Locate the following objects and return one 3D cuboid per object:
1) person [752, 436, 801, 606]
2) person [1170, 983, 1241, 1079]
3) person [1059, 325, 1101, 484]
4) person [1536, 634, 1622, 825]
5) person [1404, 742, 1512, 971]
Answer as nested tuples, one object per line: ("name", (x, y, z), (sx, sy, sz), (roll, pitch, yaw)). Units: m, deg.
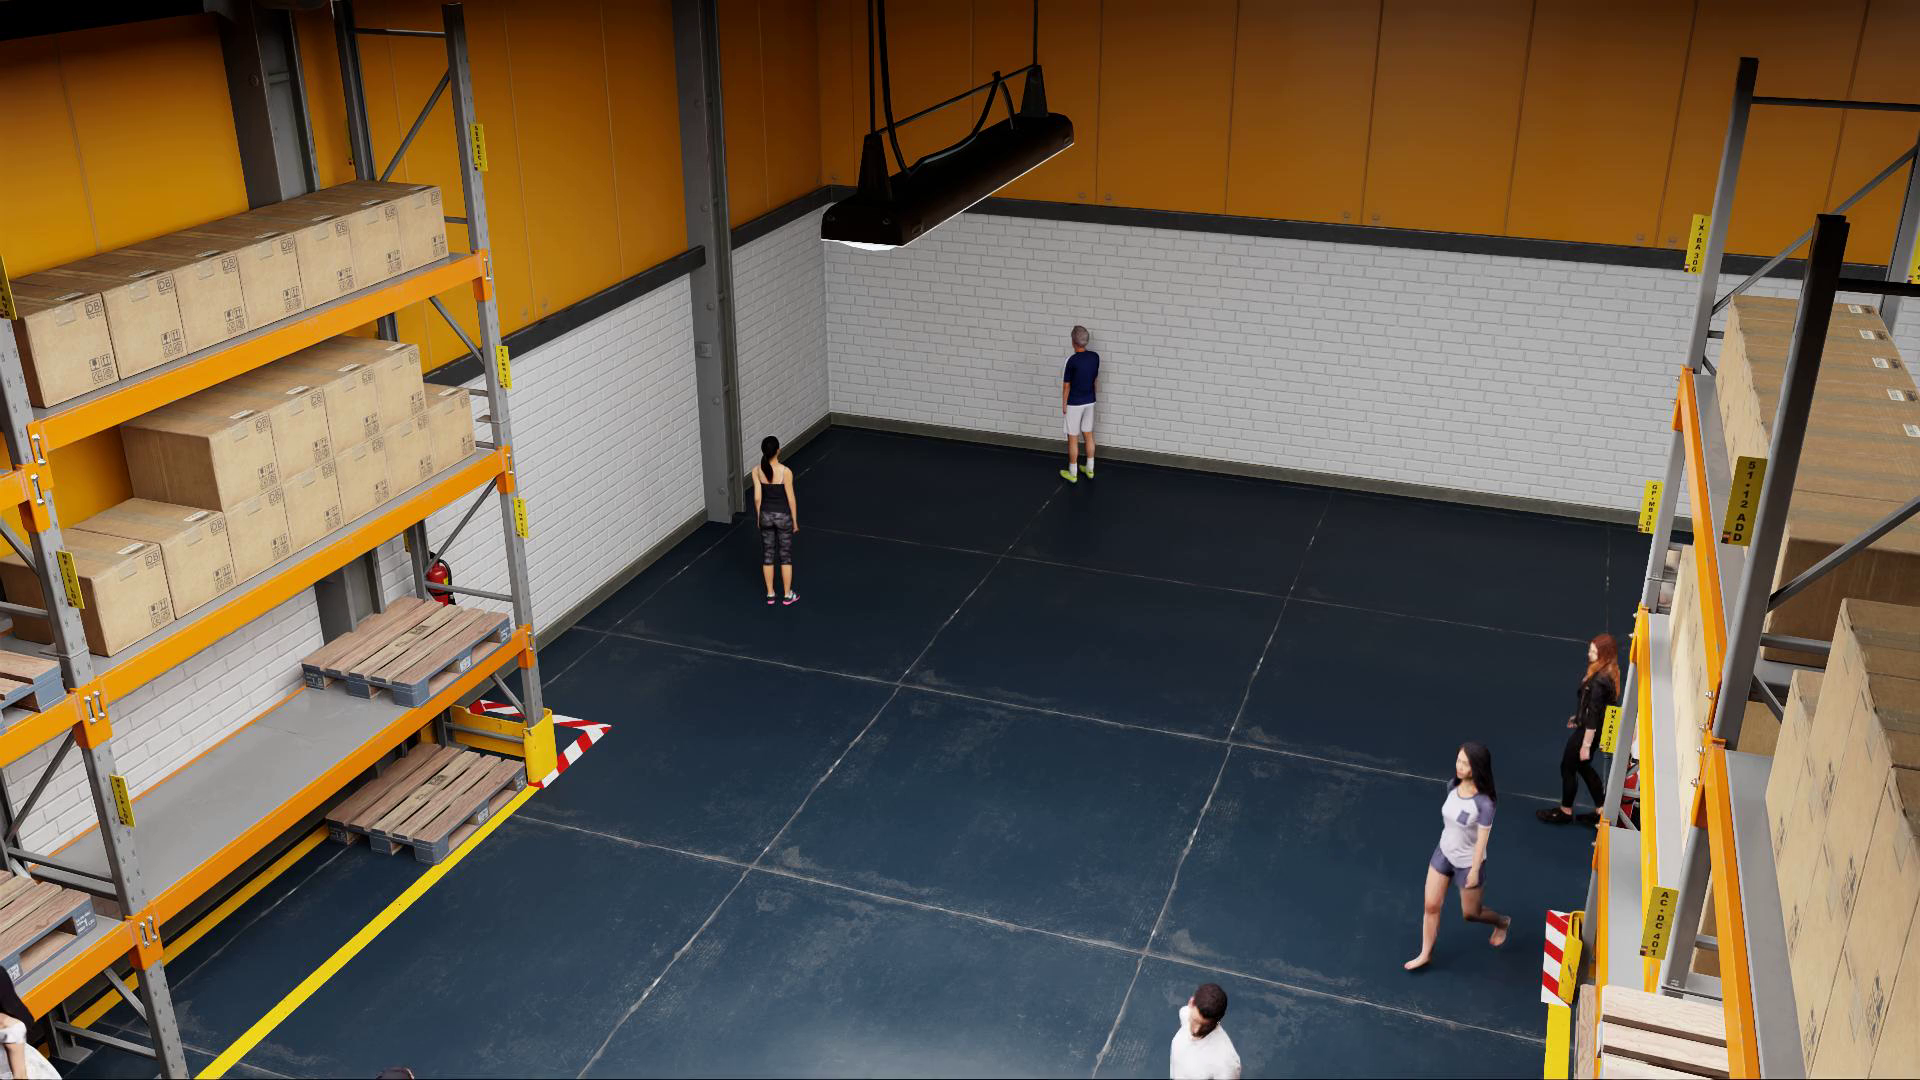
("person", (-1.799, -0.193, 16.201), (0.605, 1.730, 0.578), (5, 24, 11))
("person", (1.285, 2.998, 8.774), (1.013, 1.833, 0.844), (-1, 24, -3))
("person", (1.401, -1.590, 19.266), (0.688, 1.836, 0.765), (-13, 27, -27))
("person", (4.797, 1.473, 12.464), (0.790, 1.671, 0.785), (16, 28, 33))
("person", (3.388, 2.100, 11.012), (1.065, 1.686, 0.986), (-11, 26, -23))
